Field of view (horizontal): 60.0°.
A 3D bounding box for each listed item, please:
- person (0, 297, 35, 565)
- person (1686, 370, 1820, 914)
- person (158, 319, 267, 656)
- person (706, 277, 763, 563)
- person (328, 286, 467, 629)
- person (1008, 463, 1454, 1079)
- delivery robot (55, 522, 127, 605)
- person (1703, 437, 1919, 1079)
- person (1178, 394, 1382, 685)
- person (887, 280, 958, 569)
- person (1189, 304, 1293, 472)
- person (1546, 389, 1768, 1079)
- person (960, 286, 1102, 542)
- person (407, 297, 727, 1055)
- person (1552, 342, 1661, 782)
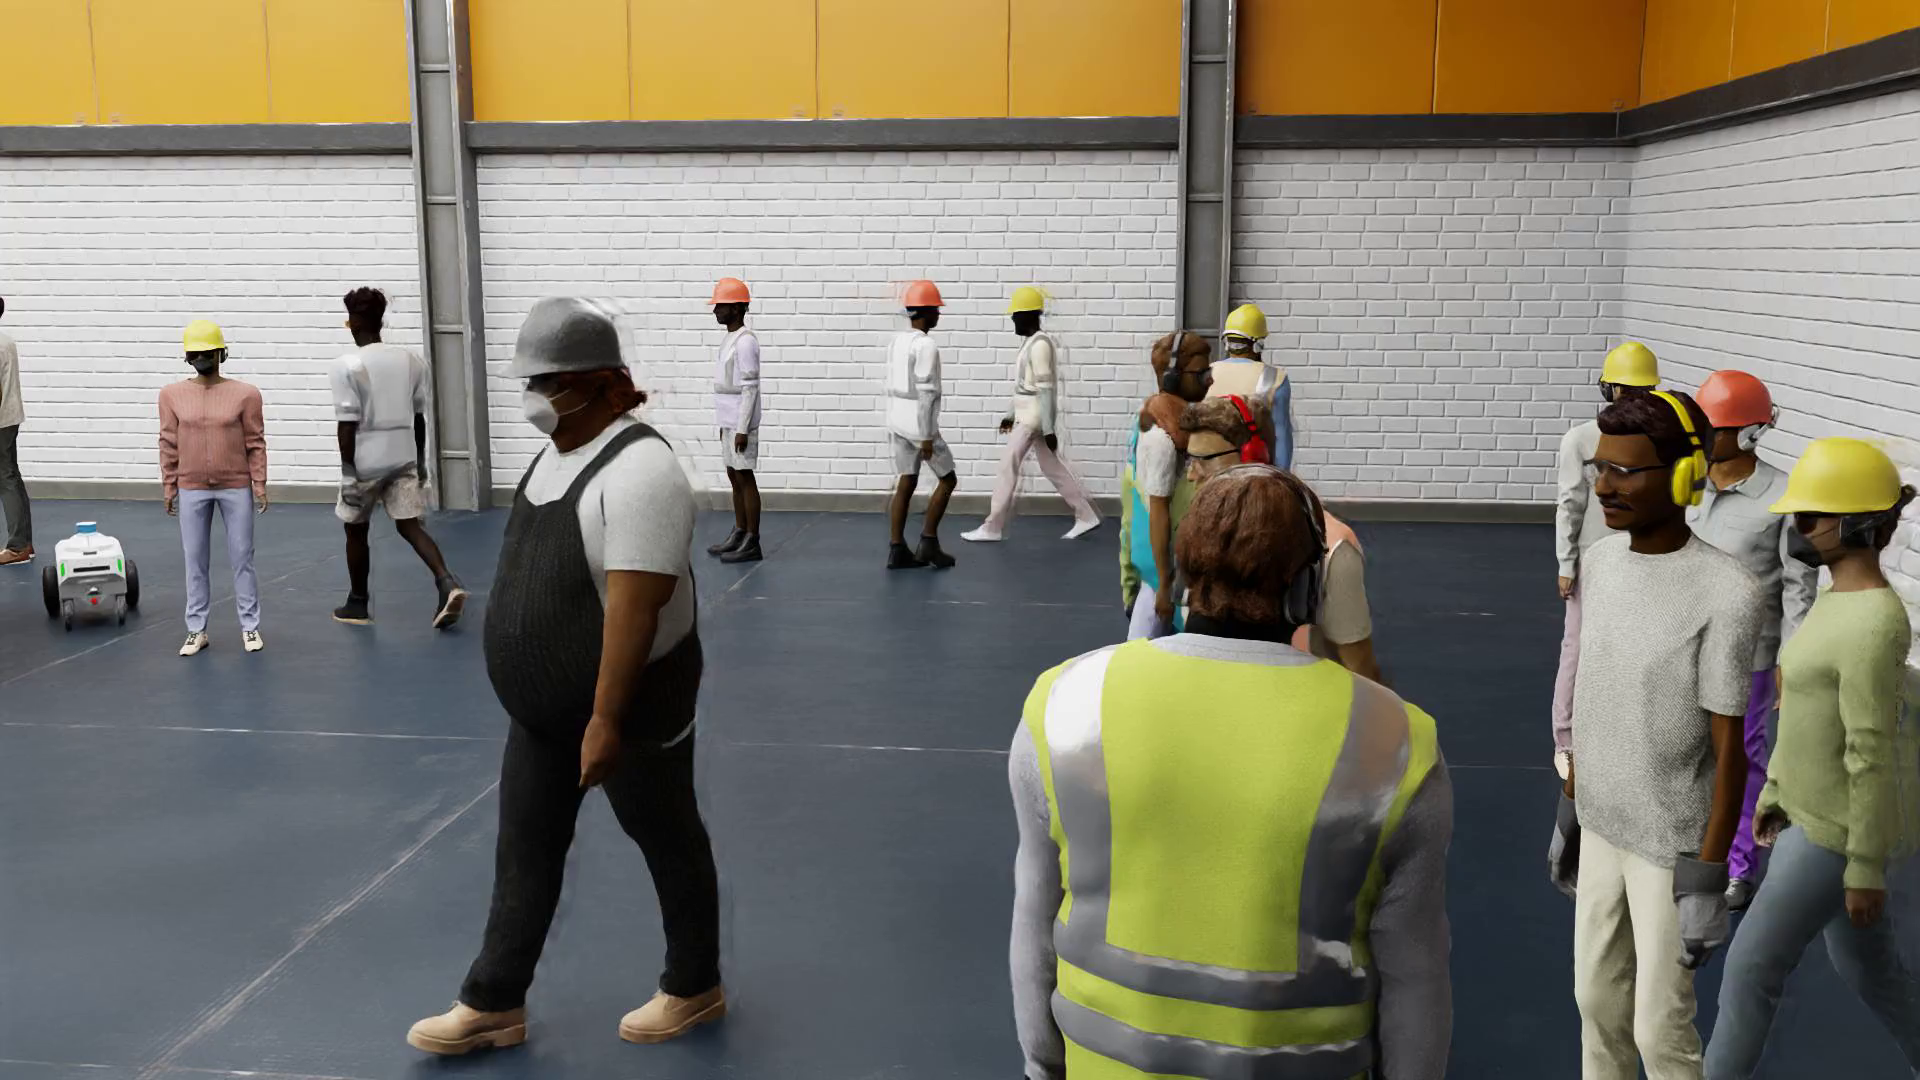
[{"bbox_3d":[-6.526,-0.762,11.266,0.328,1.872,0.513,-3,10,-18],"label":"person"},{"bbox_3d":[2.450,0.325,5.384,0.339,1.748,0.564,-7,12,-35],"label":"person"},{"bbox_3d":[-3.922,-0.273,8.760,0.523,1.769,0.314,-3,10,-16],"label":"person"},{"bbox_3d":[-1.539,-0.815,11.370,0.354,1.939,0.545,-4,11,-23],"label":"person"},{"bbox_3d":[-3.187,-0.446,9.287,0.907,1.937,0.612,6,12,33],"label":"person"},{"bbox_3d":[0.383,0.800,2.445,0.638,1.832,0.429,3,10,17],"label":"person"},{"bbox_3d":[-5.023,0.139,9.600,0.477,0.478,0.707,-6,11,-28],"label":"delivery robot"},{"bbox_3d":[1.971,0.633,3.723,0.861,1.731,0.536,4,11,23],"label":"person"},{"bbox_3d":[0.751,0.531,4.128,1.011,1.779,0.573,-5,11,-28],"label":"person"},{"bbox_3d":[-0.241,-0.755,11.056,0.602,1.920,0.569,-5,11,-26],"label":"person"},{"bbox_3d":[1.520,-0.353,9.023,0.591,1.833,0.404,6,11,30],"label":"person"},{"bbox_3d":[1.374,0.621,3.386,0.332,1.861,0.505,-3,10,-15],"label":"person"},{"bbox_3d":[0.563,-0.907,12.108,1.025,1.870,0.597,0,10,3],"label":"person"},{"bbox_3d":[-1.026,0.371,4.289,0.919,2.000,0.695,-8,13,-40],"label":"person"},{"bbox_3d":[2.627,0.097,6.647,0.528,1.768,0.313,-2,10,-11],"label":"person"}]
